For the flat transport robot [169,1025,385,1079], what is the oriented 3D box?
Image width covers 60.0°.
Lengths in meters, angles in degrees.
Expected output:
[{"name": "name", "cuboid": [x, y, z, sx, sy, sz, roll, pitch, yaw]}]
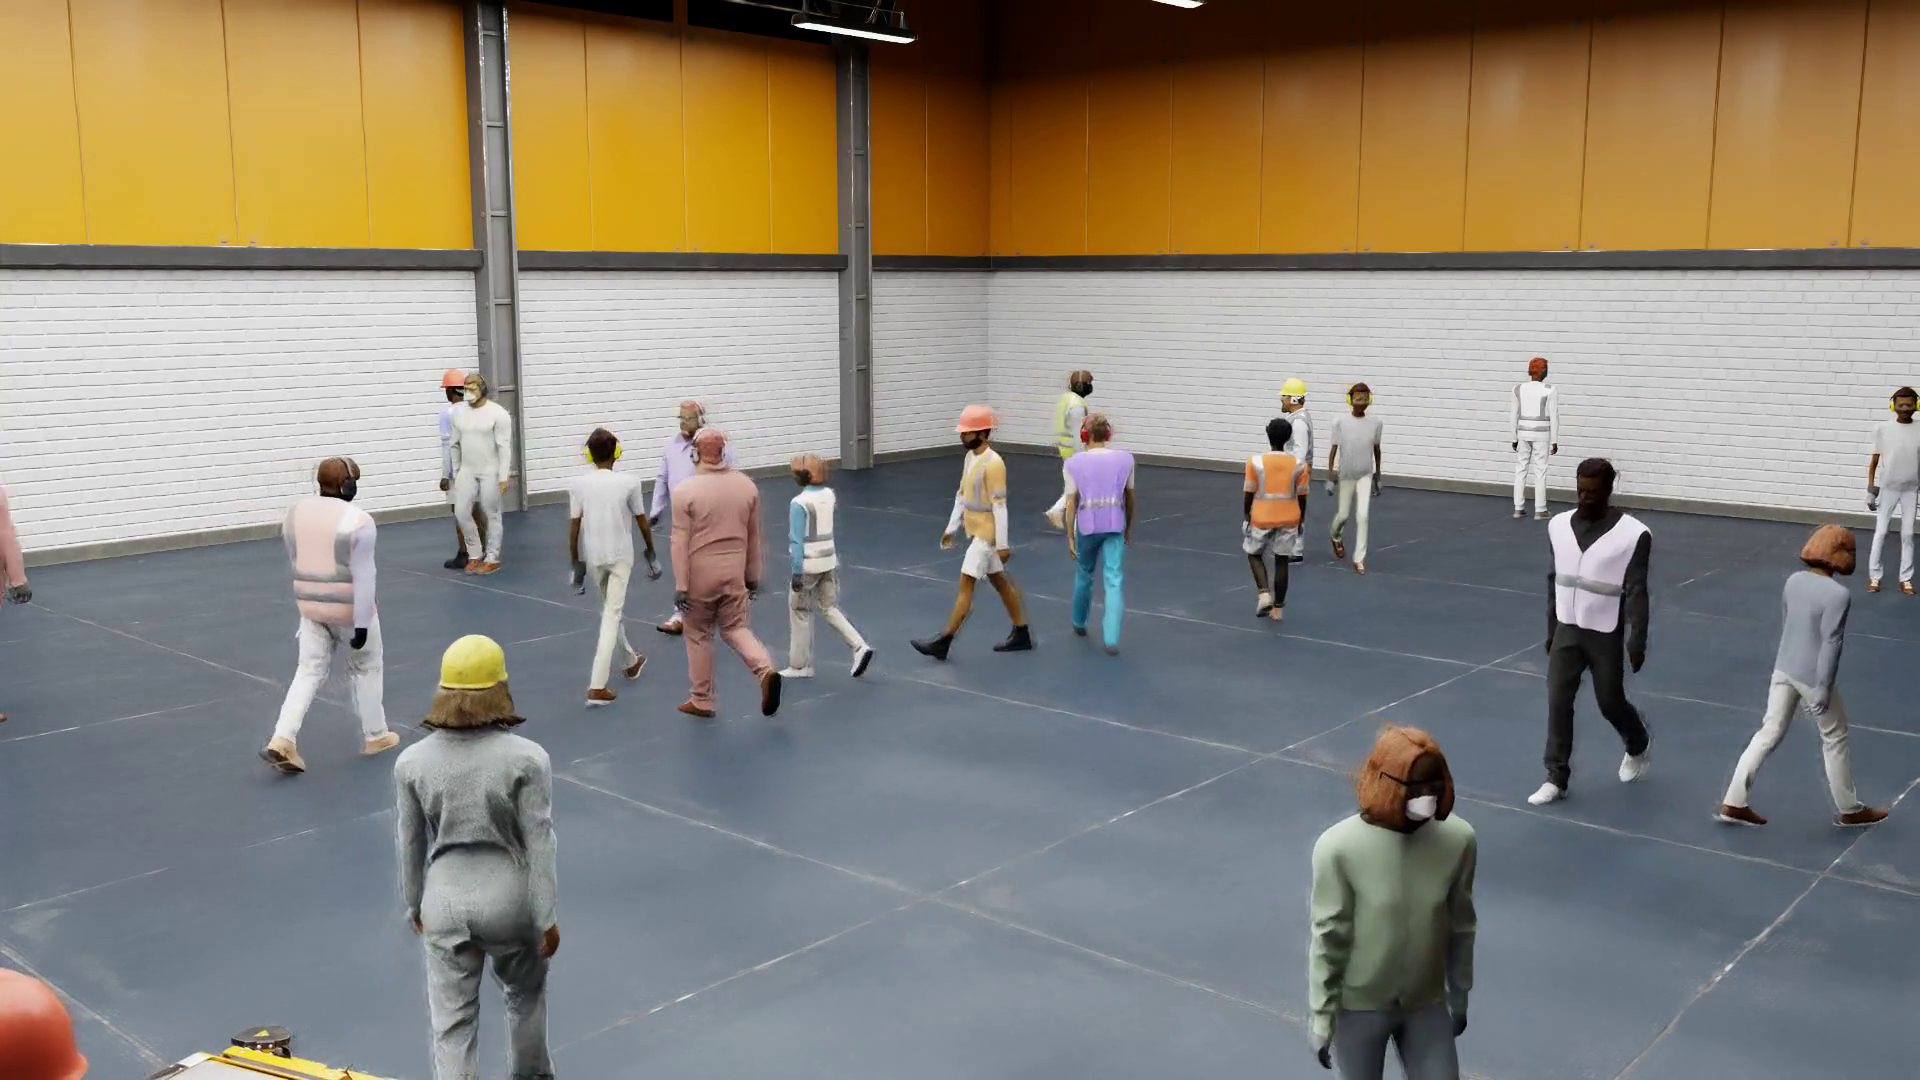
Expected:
[{"name": "flat transport robot", "cuboid": [-2.447, 1.898, 5.076, 0.652, 0.197, 1.431, 4, 10, 24]}]

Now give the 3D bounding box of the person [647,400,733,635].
[{"name": "person", "cuboid": [-2.143, -0.205, 13.354, 0.657, 1.853, 1.014, 7, 11, 36]}]

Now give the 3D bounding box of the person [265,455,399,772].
[{"name": "person", "cuboid": [-3.640, 0.420, 9.573, 0.623, 1.809, 0.867, 2, 9, 15]}]

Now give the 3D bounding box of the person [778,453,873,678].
[{"name": "person", "cuboid": [-0.967, 0.199, 11.581, 0.651, 1.617, 0.524, 5, 10, 30]}]

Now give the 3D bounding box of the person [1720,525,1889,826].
[{"name": "person", "cuboid": [4.324, 0.701, 8.500, 0.857, 1.576, 0.516, -1, 9, -9]}]

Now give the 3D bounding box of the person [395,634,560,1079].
[{"name": "person", "cuboid": [-1.501, 1.136, 5.303, 0.511, 1.713, 0.737, 0, 9, -1]}]

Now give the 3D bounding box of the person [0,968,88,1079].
[{"name": "person", "cuboid": [-1.279, 1.511, 2.295, 0.545, 1.938, 0.361, 6, 11, 35]}]

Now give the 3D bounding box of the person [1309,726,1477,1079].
[{"name": "person", "cuboid": [1.192, 1.295, 4.626, 0.509, 1.620, 0.378, -2, 9, -10]}]

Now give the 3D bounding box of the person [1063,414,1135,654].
[{"name": "person", "cuboid": [1.058, -0.070, 12.726, 0.570, 1.781, 1.020, -1, 9, -4]}]

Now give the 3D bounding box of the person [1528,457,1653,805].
[{"name": "person", "cuboid": [3.469, 0.474, 9.011, 0.869, 1.885, 0.593, -7, 12, -39]}]

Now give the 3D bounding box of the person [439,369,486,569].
[{"name": "person", "cuboid": [-4.838, -0.686, 16.093, 0.373, 1.934, 0.551, 4, 10, 26]}]

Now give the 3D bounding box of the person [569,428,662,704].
[{"name": "person", "cuboid": [-2.339, 0.152, 11.237, 0.528, 1.804, 1.035, 2, 9, 13]}]

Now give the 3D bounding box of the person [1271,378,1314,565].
[{"name": "person", "cuboid": [3.255, -0.670, 16.319, 0.404, 1.832, 0.594, 1, 9, 6]}]

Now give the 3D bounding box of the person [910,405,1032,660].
[{"name": "person", "cuboid": [0.116, -0.057, 12.319, 1.010, 1.879, 0.565, -2, 9, -15]}]

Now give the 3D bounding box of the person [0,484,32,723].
[{"name": "person", "cuboid": [-6.171, 0.236, 10.461, 0.641, 1.889, 0.590, 3, 10, 19]}]

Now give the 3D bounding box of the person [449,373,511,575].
[{"name": "person", "cuboid": [-4.526, -0.604, 15.613, 0.660, 1.921, 0.547, 2, 9, 12]}]

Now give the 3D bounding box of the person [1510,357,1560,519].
[{"name": "person", "cuboid": [6.687, -1.178, 19.352, 0.574, 1.883, 0.356, 8, 12, 43]}]

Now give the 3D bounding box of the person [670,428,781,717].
[{"name": "person", "cuboid": [-1.503, 0.234, 10.519, 0.647, 1.881, 0.755, -8, 12, -42]}]

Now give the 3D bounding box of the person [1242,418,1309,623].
[{"name": "person", "cuboid": [2.564, -0.158, 13.556, 0.553, 1.680, 0.368, 0, 9, -1]}]

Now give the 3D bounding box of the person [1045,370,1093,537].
[{"name": "person", "cuboid": [1.244, -0.923, 17.932, 0.491, 1.825, 0.645, -1, 9, -3]}]

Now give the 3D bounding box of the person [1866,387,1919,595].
[{"name": "person", "cuboid": [8.361, -0.435, 14.799, 0.516, 1.856, 0.340, 3, 10, 20]}]

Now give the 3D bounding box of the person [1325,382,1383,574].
[{"name": "person", "cuboid": [3.800, -0.627, 16.087, 0.550, 1.839, 0.848, 0, 9, 2]}]
